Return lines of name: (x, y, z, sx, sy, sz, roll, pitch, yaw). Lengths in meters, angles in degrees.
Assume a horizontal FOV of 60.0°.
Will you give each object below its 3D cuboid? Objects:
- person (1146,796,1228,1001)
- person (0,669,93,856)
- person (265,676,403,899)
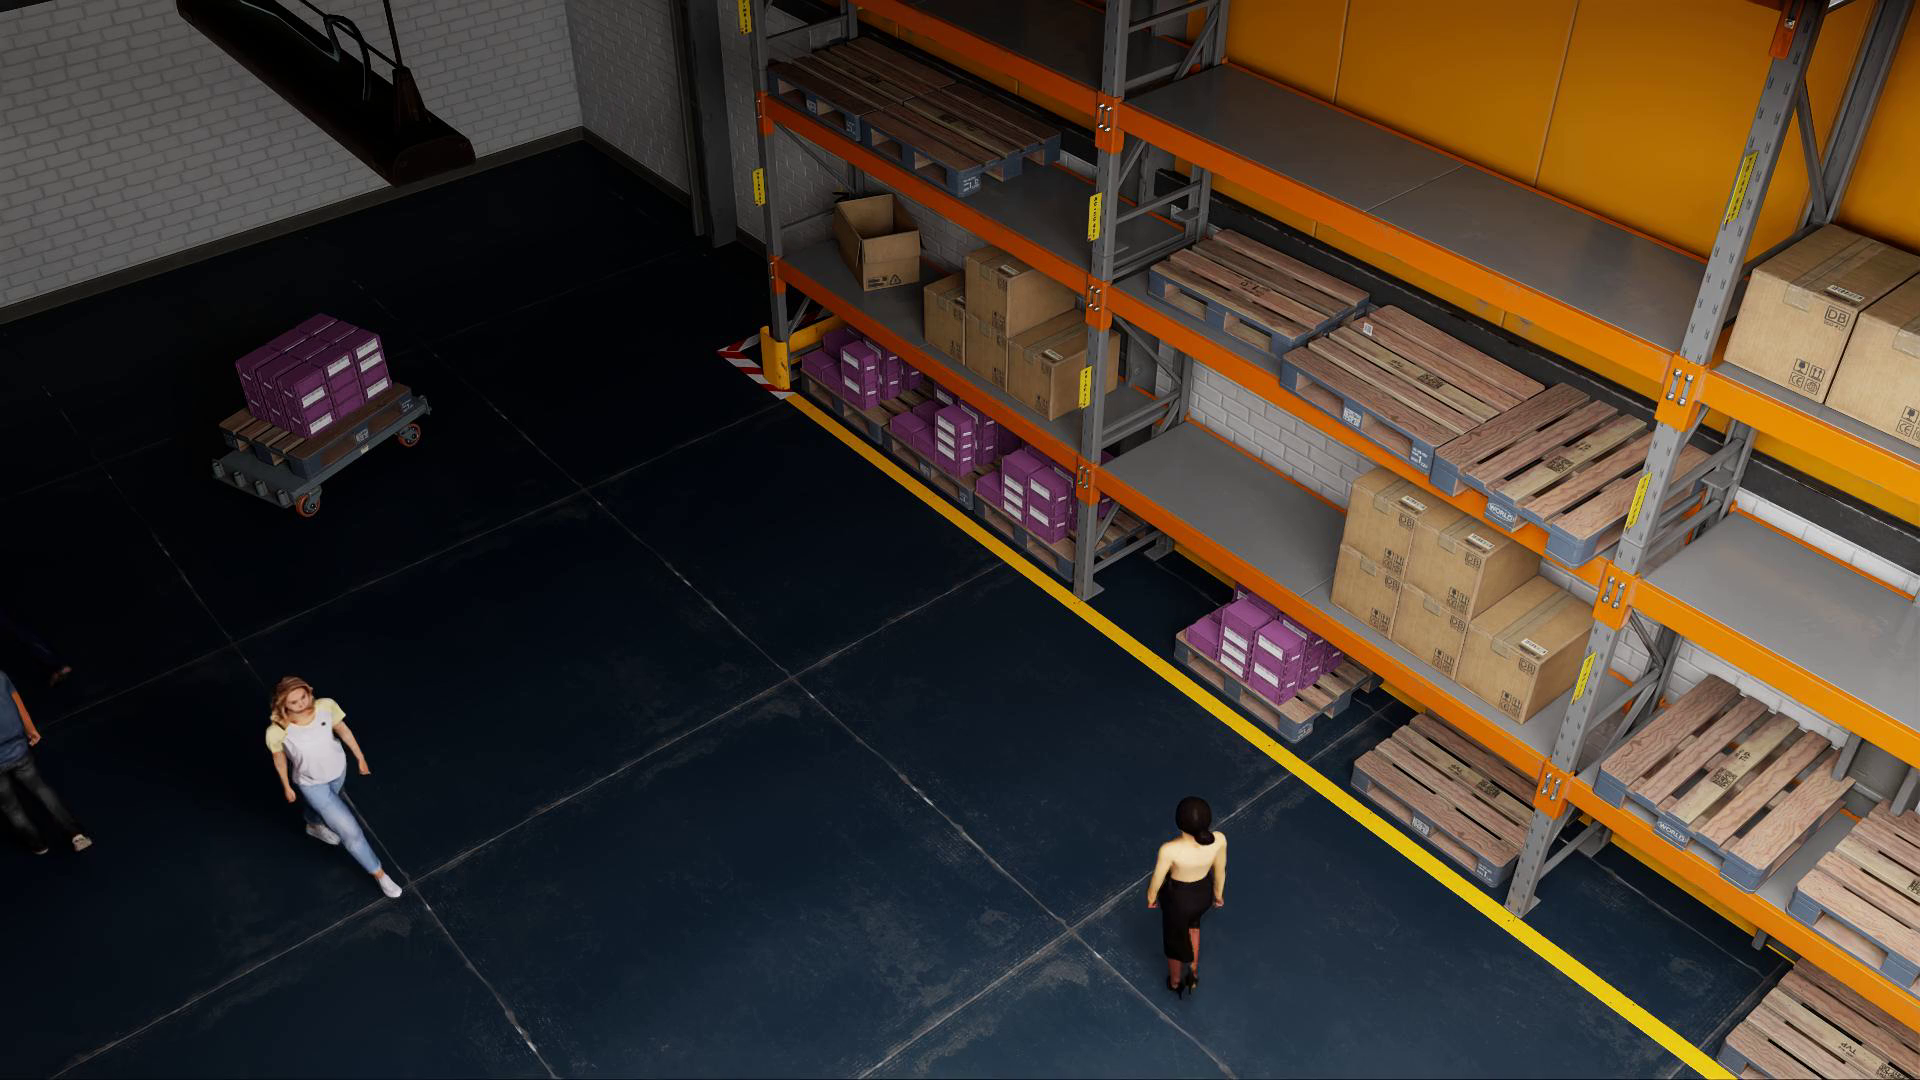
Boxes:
person: (1.322, 2.115, 9.505, 0.701, 1.647, 0.727, -10, 40, -12)
person: (-5.924, 1.359, 10.331, 0.973, 1.798, 0.792, 24, 44, 27)
person: (-4.012, 1.444, 10.335, 1.246, 1.661, 0.821, 25, 45, 28)
